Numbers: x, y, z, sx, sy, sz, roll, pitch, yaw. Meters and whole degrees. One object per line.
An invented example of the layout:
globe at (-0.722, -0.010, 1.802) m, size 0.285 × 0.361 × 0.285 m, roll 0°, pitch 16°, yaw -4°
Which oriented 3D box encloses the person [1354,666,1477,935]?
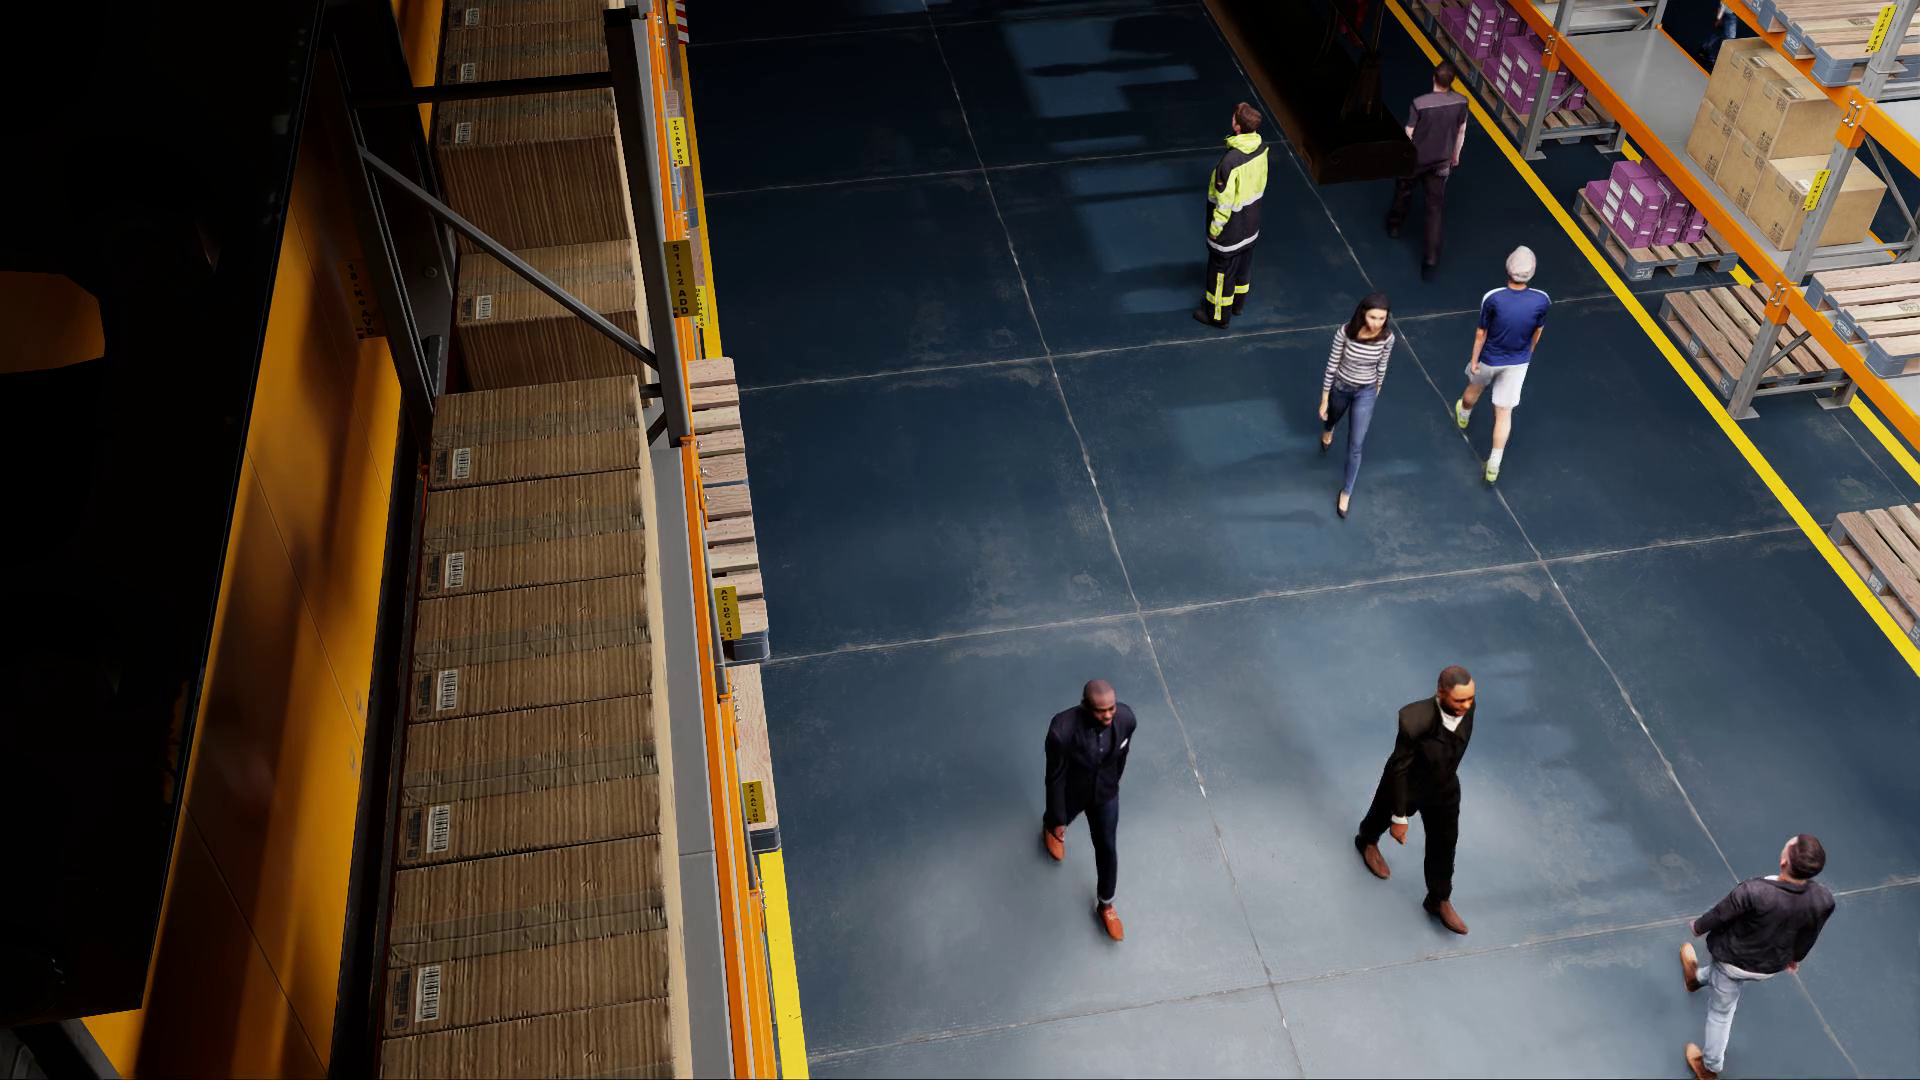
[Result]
person at (2.546, 1.322, 9.474) m, size 0.847 × 1.868 × 1.183 m, roll -15°, pitch 46°, yaw -15°

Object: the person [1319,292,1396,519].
person at (2.824, -1.099, 12.101) m, size 0.837 × 1.749 × 1.205 m, roll 5°, pitch 44°, yaw 5°

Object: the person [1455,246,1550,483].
person at (4.012, -1.268, 12.247) m, size 0.935 × 1.793 × 1.283 m, roll 7°, pitch 44°, yaw 7°

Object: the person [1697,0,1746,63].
person at (7.877, -5.442, 17.039) m, size 0.673 × 1.226 × 0.917 m, roll -21°, pitch 47°, yaw -21°

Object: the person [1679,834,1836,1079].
person at (4.085, 2.221, 8.576) m, size 0.788 × 1.805 × 1.116 m, roll -1°, pitch 44°, yaw -1°

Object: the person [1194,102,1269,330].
person at (2.230, -2.645, 13.555) m, size 0.905 × 1.982 × 0.868 m, roll 30°, pitch 51°, yaw 27°

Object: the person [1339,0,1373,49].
person at (4.178, -5.963, 17.244) m, size 0.684 × 1.698 × 0.750 m, roll -15°, pitch 46°, yaw -16°

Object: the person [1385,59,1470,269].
person at (4.026, -3.186, 14.247) m, size 0.828 × 1.812 × 1.233 m, roll -2°, pitch 44°, yaw -2°

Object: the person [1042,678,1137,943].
person at (0.668, 1.375, 9.484) m, size 0.733 × 1.777 × 1.190 m, roll -10°, pitch 44°, yaw -10°
